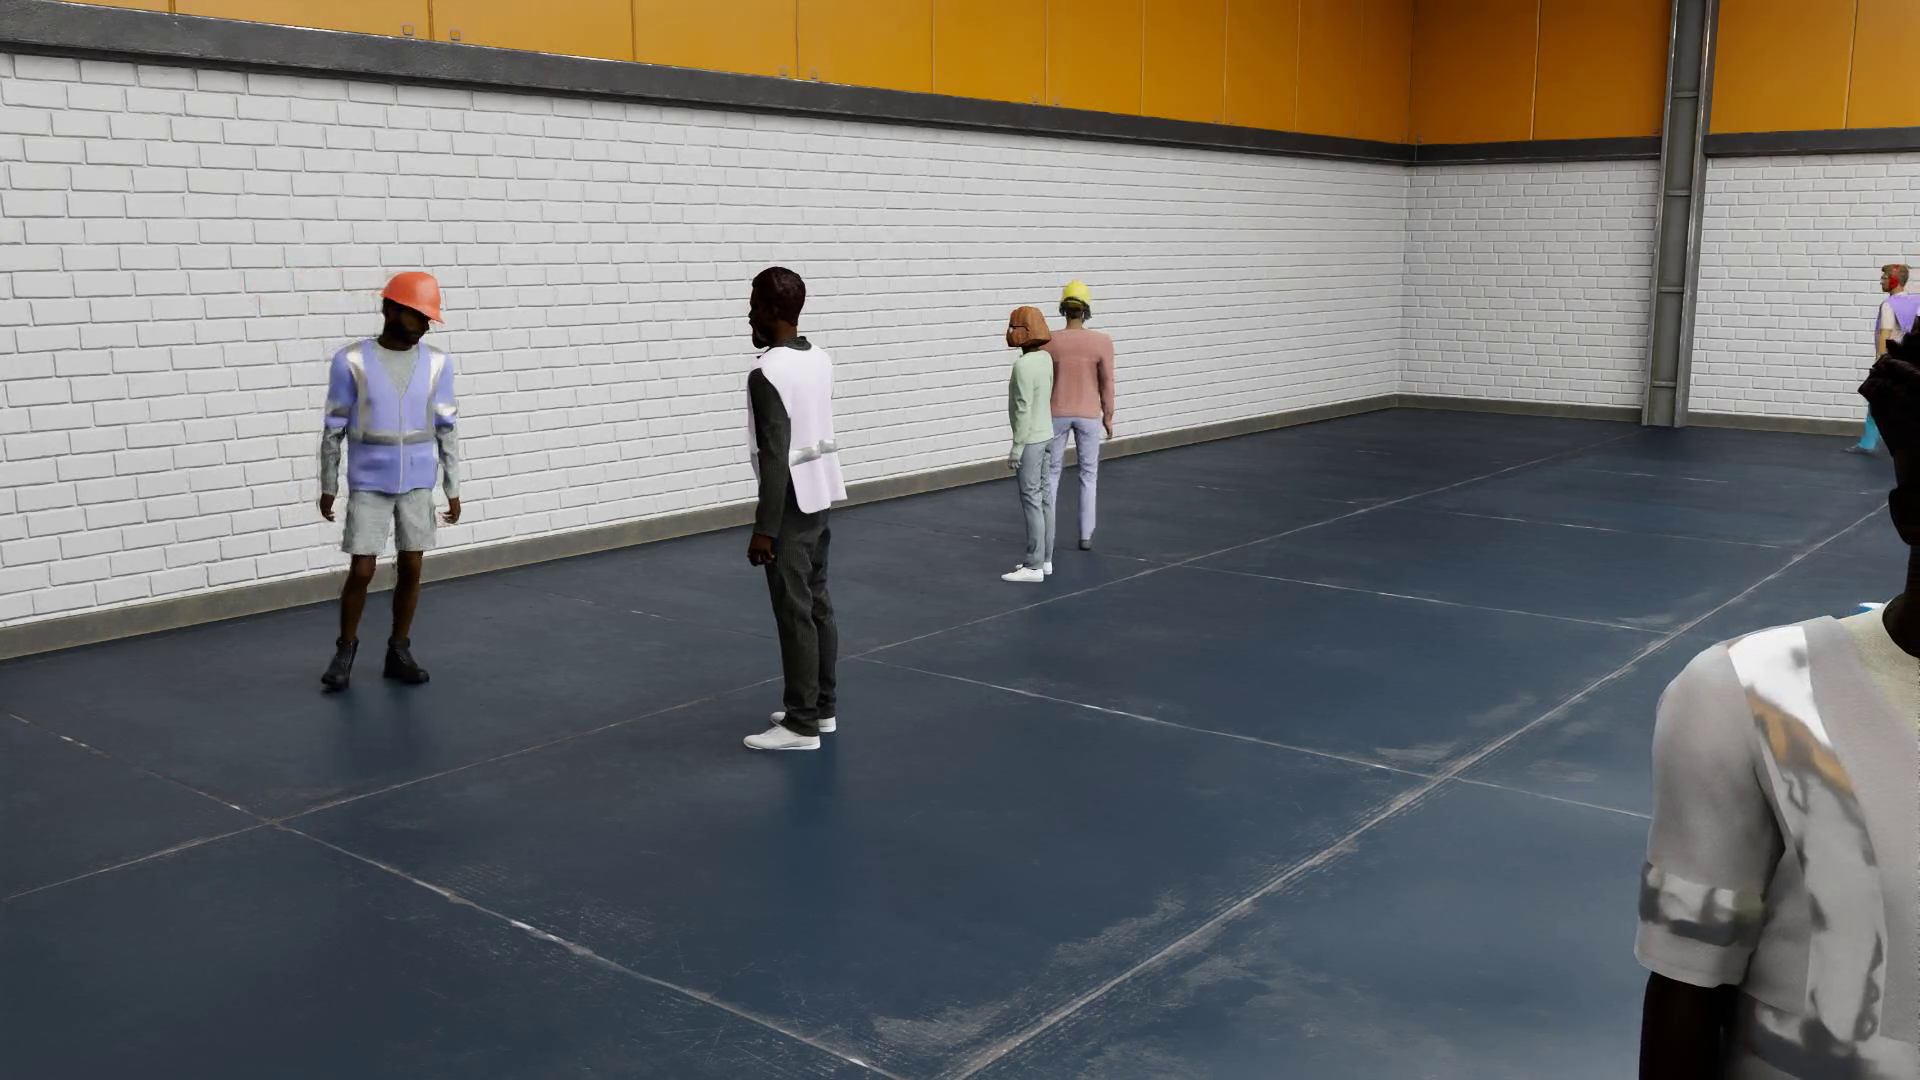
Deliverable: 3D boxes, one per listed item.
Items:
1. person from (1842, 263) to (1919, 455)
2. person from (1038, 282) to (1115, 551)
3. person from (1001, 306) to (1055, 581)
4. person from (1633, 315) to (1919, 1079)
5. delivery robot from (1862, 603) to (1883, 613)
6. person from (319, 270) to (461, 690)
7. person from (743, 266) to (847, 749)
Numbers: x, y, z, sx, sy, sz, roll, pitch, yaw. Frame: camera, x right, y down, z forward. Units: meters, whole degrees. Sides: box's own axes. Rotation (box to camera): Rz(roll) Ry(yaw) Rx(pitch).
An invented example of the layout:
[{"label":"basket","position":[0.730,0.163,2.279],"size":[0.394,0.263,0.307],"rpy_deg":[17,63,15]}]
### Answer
[{"label":"person","position":[8.723,-1.649,15.417],"size":[0.574,1.819,0.851],"rpy_deg":[-9,14,-41]},{"label":"person","position":[0.737,-0.788,10.837],"size":[0.536,1.745,0.373],"rpy_deg":[1,10,6]},{"label":"person","position":[0.412,-0.568,9.902],"size":[0.281,1.634,0.498],"rpy_deg":[4,11,21]},{"label":"person","position":[1.028,0.725,1.820],"size":[0.602,1.966,0.368],"rpy_deg":[-1,10,-4]},{"label":"delivery robot","position":[3.687,0.497,6.732],"size":[0.707,0.478,0.477],"rpy_deg":[-1,10,-7]},{"label":"person","position":[-2.546,-0.258,7.476],"size":[0.602,1.889,0.499],"rpy_deg":[-7,12,-33]},{"label":"person","position":[-0.662,-0.117,6.615],"size":[0.396,1.919,0.590],"rpy_deg":[3,11,16]}]
